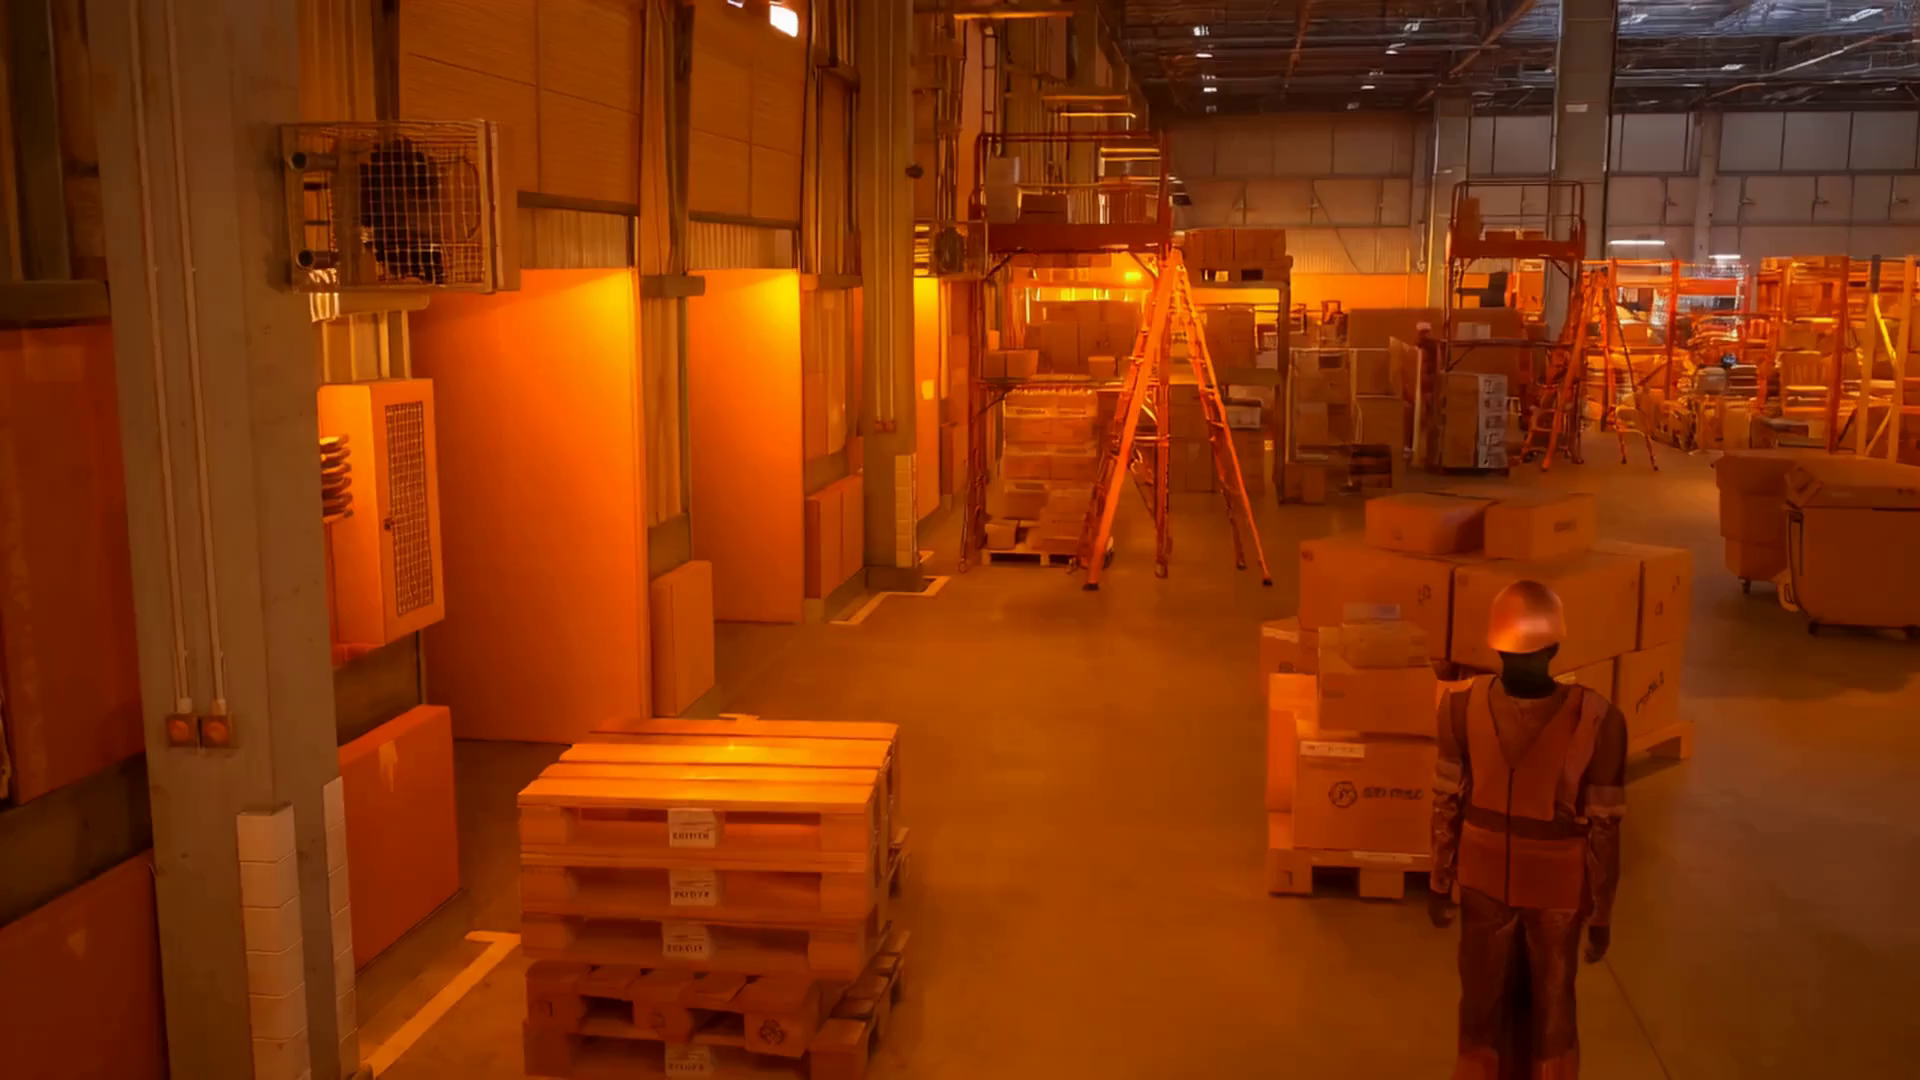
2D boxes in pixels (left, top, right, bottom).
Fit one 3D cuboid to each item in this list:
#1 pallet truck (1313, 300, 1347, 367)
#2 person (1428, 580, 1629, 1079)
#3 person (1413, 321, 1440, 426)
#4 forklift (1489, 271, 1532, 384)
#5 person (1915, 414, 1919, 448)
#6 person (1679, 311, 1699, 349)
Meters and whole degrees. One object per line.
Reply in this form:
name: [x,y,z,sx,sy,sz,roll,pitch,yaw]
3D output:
pallet truck: [11.159,-6.200,49.718,0.823,1.965,1.885,4,10,26]
person: [1.735,1.065,5.166,0.588,1.919,0.396,7,11,36]
person: [8.500,-3.061,30.576,0.569,1.924,0.496,-3,10,-16]
forklift: [13.422,-5.322,41.591,1.873,2.768,1.129,1,9,9]
person: [15.572,-2.333,26.679,0.321,1.736,0.485,5,11,30]
person: [21.411,-5.898,48.840,0.542,1.660,0.790,6,11,33]
